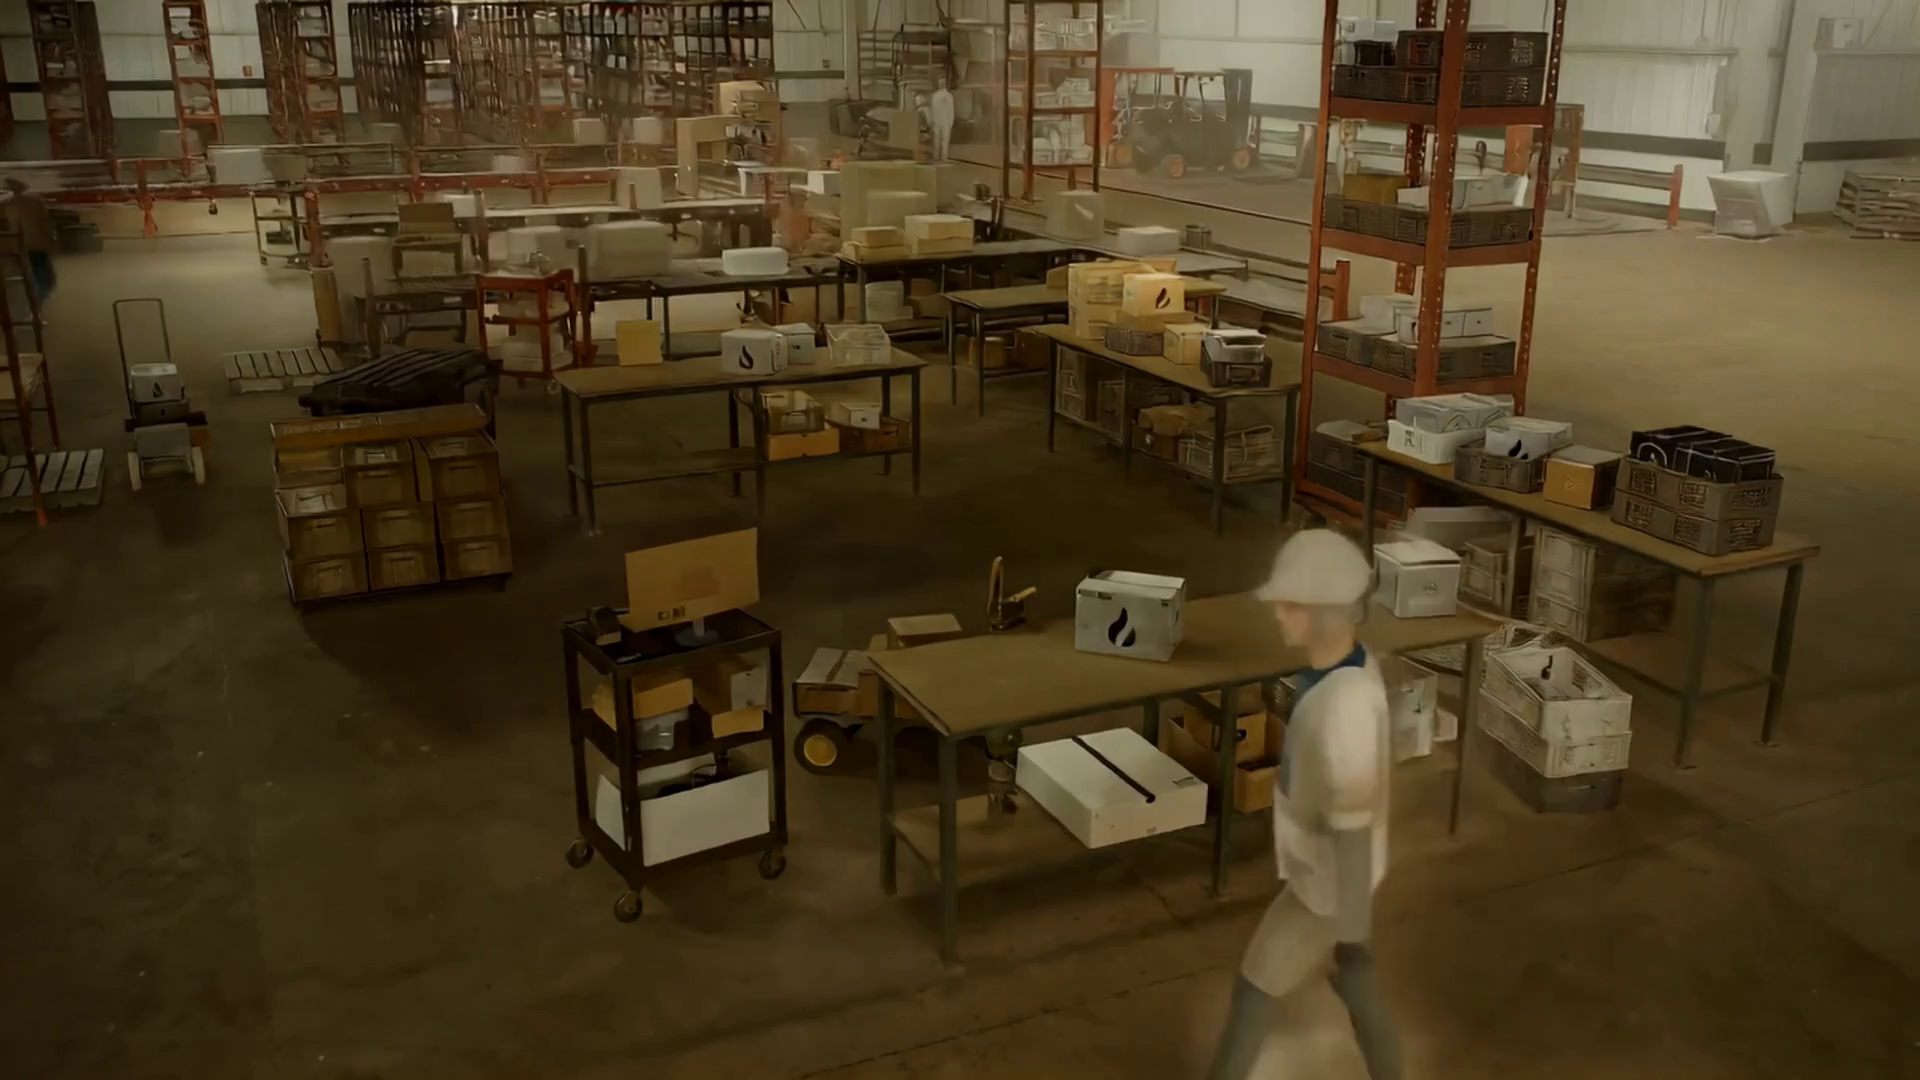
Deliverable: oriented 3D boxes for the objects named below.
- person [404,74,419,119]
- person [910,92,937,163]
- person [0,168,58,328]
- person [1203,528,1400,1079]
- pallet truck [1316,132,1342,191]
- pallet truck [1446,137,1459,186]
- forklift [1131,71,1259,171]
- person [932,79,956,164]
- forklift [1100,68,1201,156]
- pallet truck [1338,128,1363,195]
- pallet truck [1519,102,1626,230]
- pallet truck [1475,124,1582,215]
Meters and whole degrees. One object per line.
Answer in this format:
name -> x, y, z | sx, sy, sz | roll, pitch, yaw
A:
person -> -14.738, -11.597, 44.597 | 0.797, 1.806, 0.589 | -5, 18, -15
person -> -0.722, -8.290, 34.206 | 0.742, 1.805, 0.598 | 4, 18, 12
person -> -10.128, -3.148, 18.082 | 0.540, 1.750, 0.416 | 1, 18, 2
person -> 0.939, 0.930, 4.847 | 1.004, 1.992, 0.640 | 4, 18, 12
pallet truck -> 7.723, -7.504, 32.656 | 1.601, 1.201, 0.680 | -8, 19, -23
pallet truck -> 9.184, -6.485, 29.328 | 1.630, 1.274, 0.653 | -8, 19, -23
forklift -> 4.998, -8.936, 35.413 | 2.680, 1.987, 1.157 | -9, 20, -25
person -> -0.341, -9.627, 38.265 | 0.397, 1.900, 0.657 | -16, 24, -41
forklift -> 4.082, -9.564, 37.410 | 2.680, 1.987, 1.157 | -8, 19, -23
pallet truck -> 7.845, -7.140, 31.411 | 1.522, 1.261, 0.704 | -9, 20, -25
pallet truck -> 9.972, -6.037, 26.785 | 1.885, 1.965, 0.823 | -9, 20, -25
pallet truck -> 9.707, -6.455, 28.103 | 1.885, 1.965, 0.823 | -7, 19, -20
